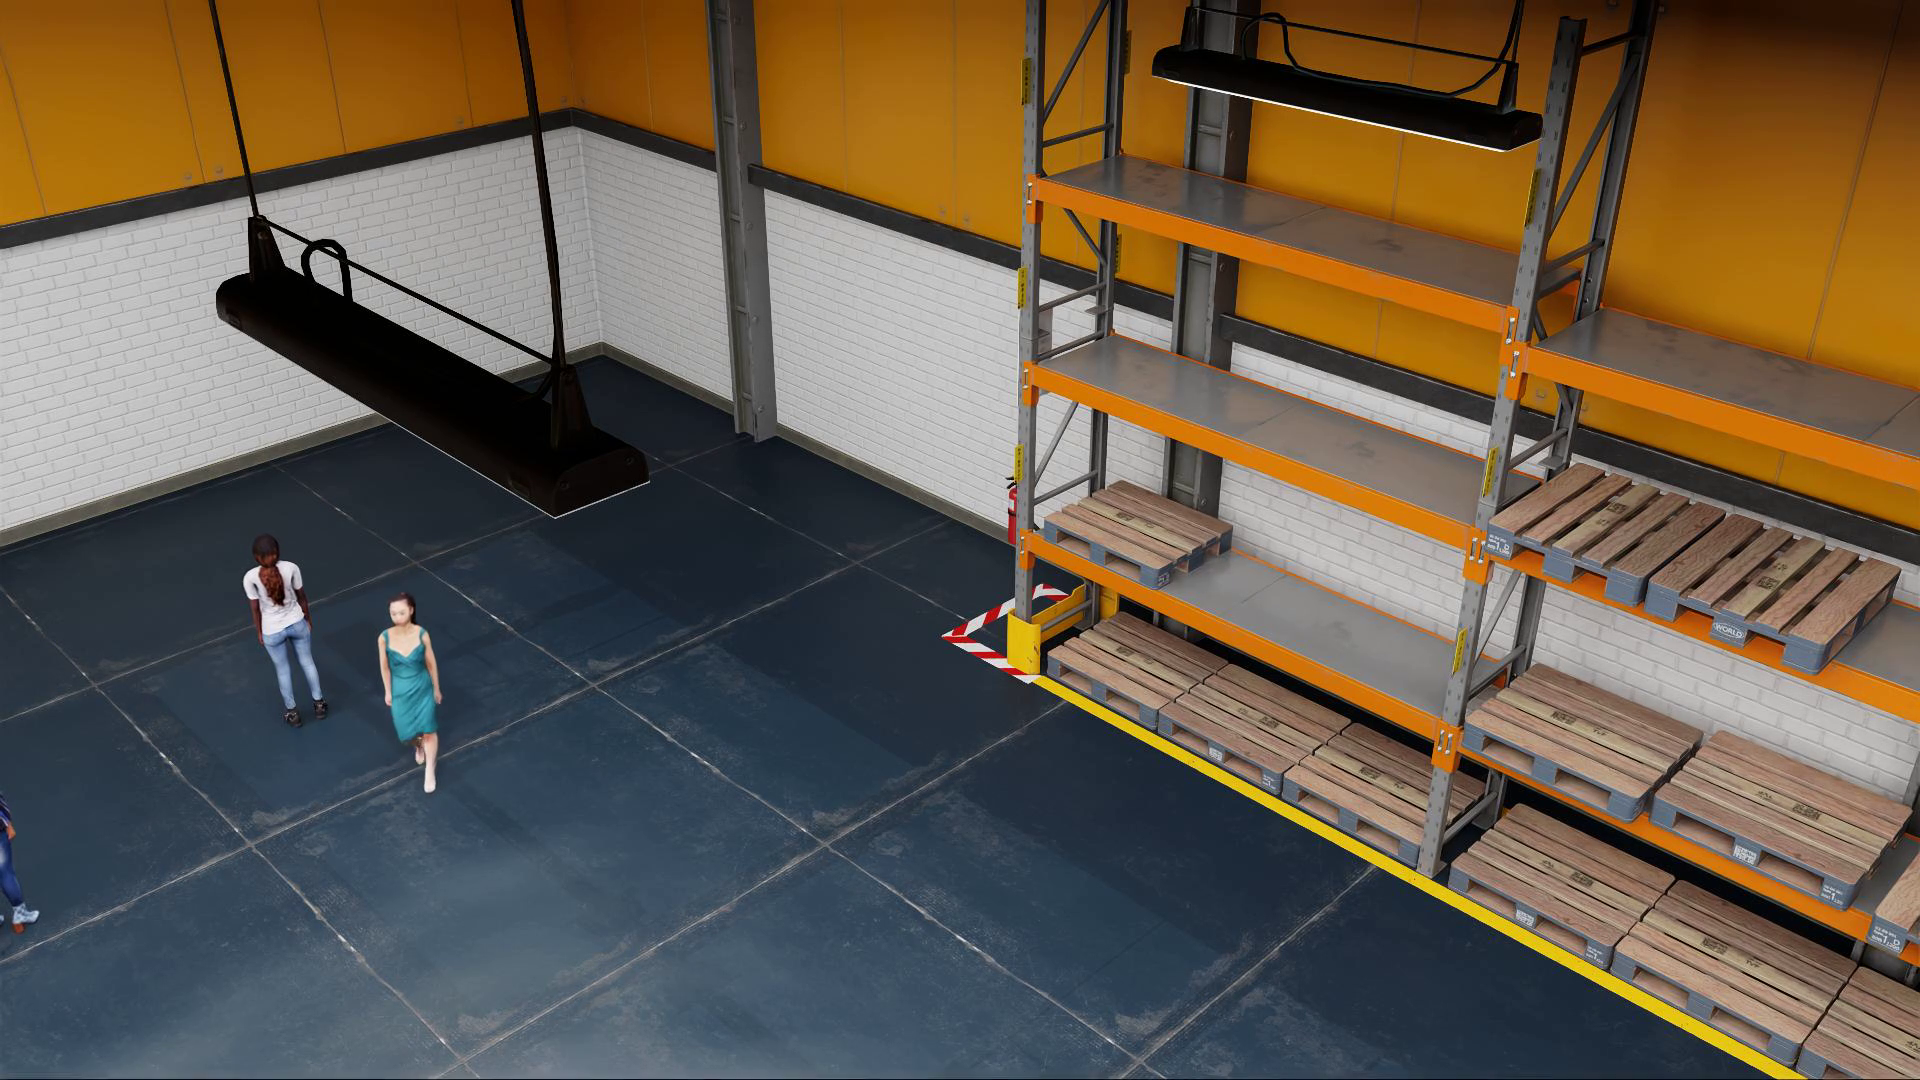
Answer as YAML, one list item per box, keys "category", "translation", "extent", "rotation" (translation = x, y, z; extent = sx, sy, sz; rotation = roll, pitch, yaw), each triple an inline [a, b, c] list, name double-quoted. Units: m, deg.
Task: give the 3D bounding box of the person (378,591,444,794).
- category: "person"
  translation: [-4.130, 1.124, 12.583]
  extent: [0.718, 1.678, 0.783]
  rotation: [-6, 29, -10]

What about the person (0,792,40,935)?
- category: "person"
  translation: [-6.569, 1.955, 11.122]
  extent: [0.703, 1.618, 0.743]
  rotation: [-3, 29, -5]

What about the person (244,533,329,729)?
- category: "person"
  translation: [-5.399, 0.709, 13.301]
  extent: [0.624, 1.719, 0.588]
  rotation: [-18, 33, -29]
